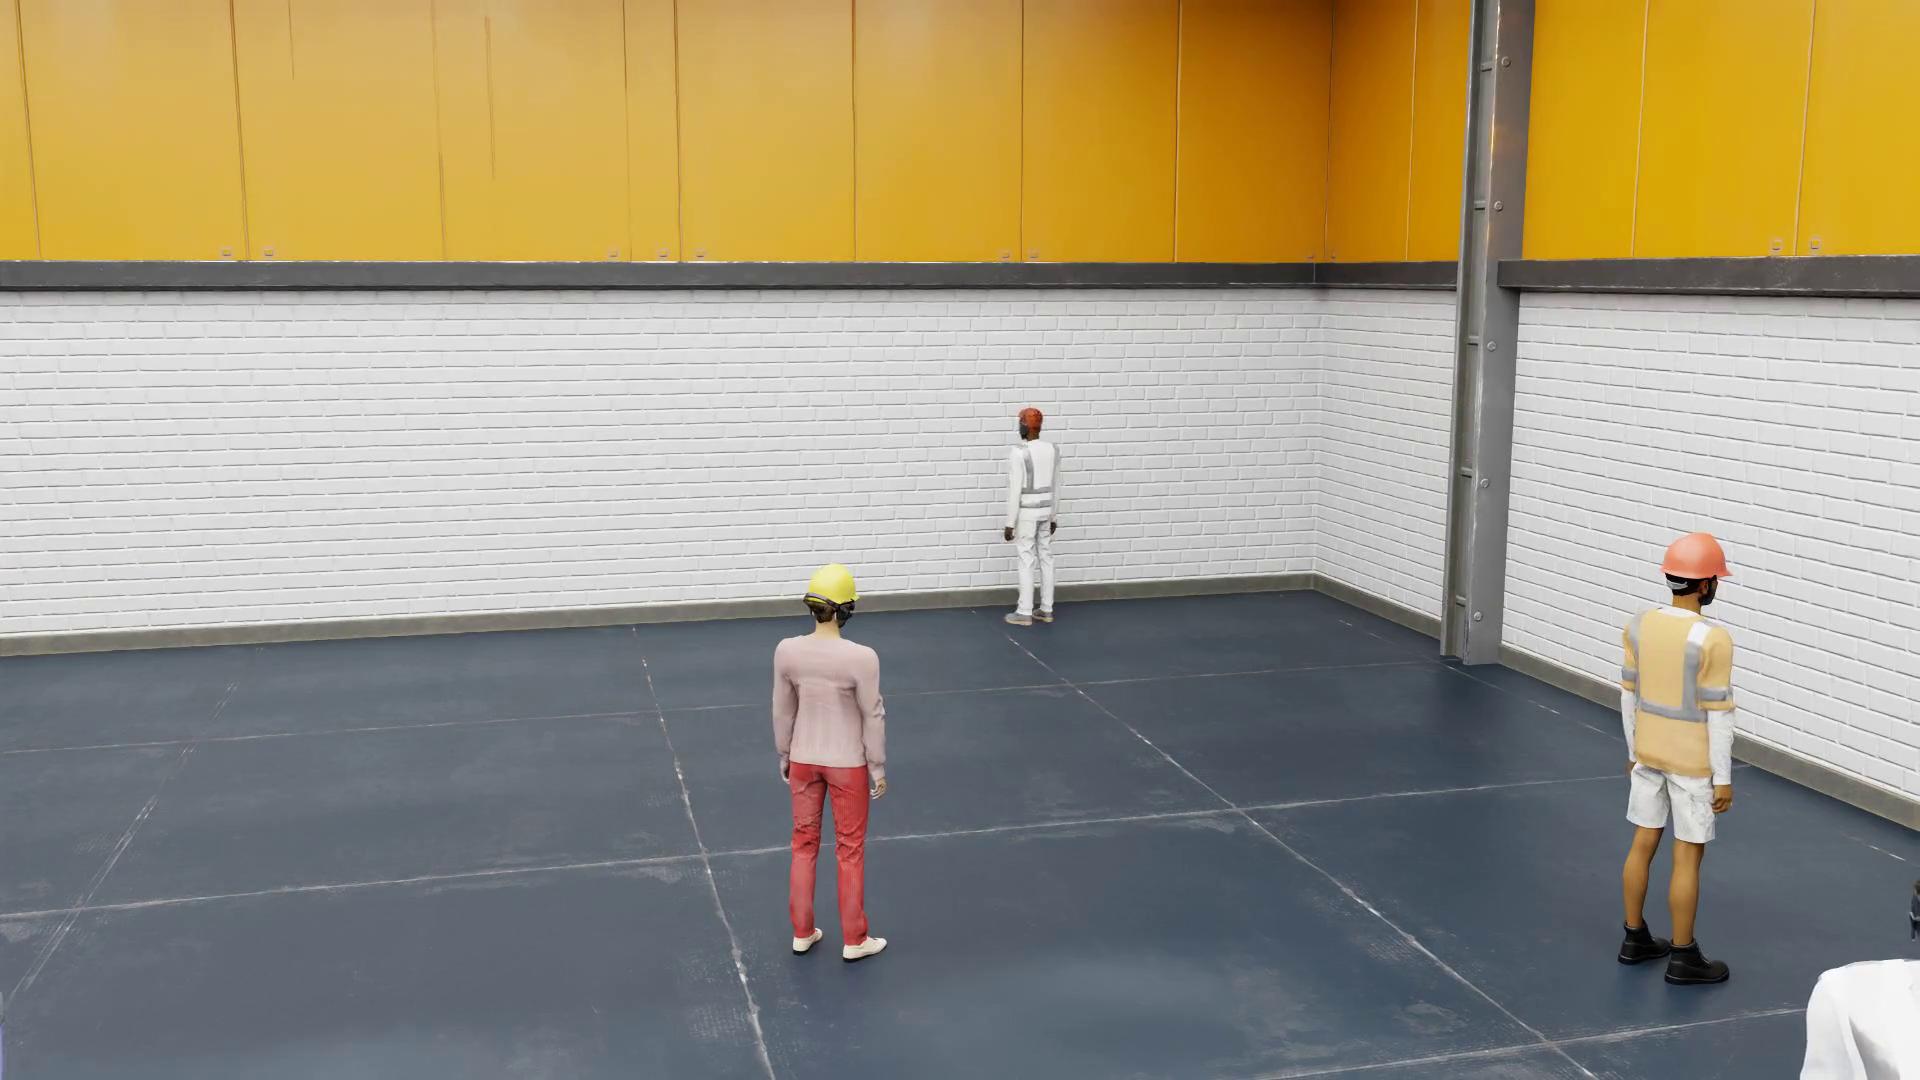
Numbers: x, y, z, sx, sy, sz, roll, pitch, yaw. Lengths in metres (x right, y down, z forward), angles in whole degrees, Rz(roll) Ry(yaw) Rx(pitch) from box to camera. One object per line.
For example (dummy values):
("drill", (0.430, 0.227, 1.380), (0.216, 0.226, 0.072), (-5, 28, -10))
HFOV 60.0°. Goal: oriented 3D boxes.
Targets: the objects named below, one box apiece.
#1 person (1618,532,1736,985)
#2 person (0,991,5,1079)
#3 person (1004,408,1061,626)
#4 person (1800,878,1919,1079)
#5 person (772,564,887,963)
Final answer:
("person", (3.092, 0.928, 7.144), (0.361, 1.939, 0.542), (-4, 10, -25))
("person", (-2.562, 1.465, 4.107), (0.564, 1.837, 0.388), (4, 10, 26))
("person", (0.619, -0.200, 14.369), (0.596, 1.879, 0.365), (-8, 12, -41))
("person", (2.055, 1.539, 3.511), (0.576, 1.883, 0.355), (2, 9, 12))
("person", (-0.565, 0.981, 7.355), (0.534, 1.767, 0.314), (4, 10, 23))
